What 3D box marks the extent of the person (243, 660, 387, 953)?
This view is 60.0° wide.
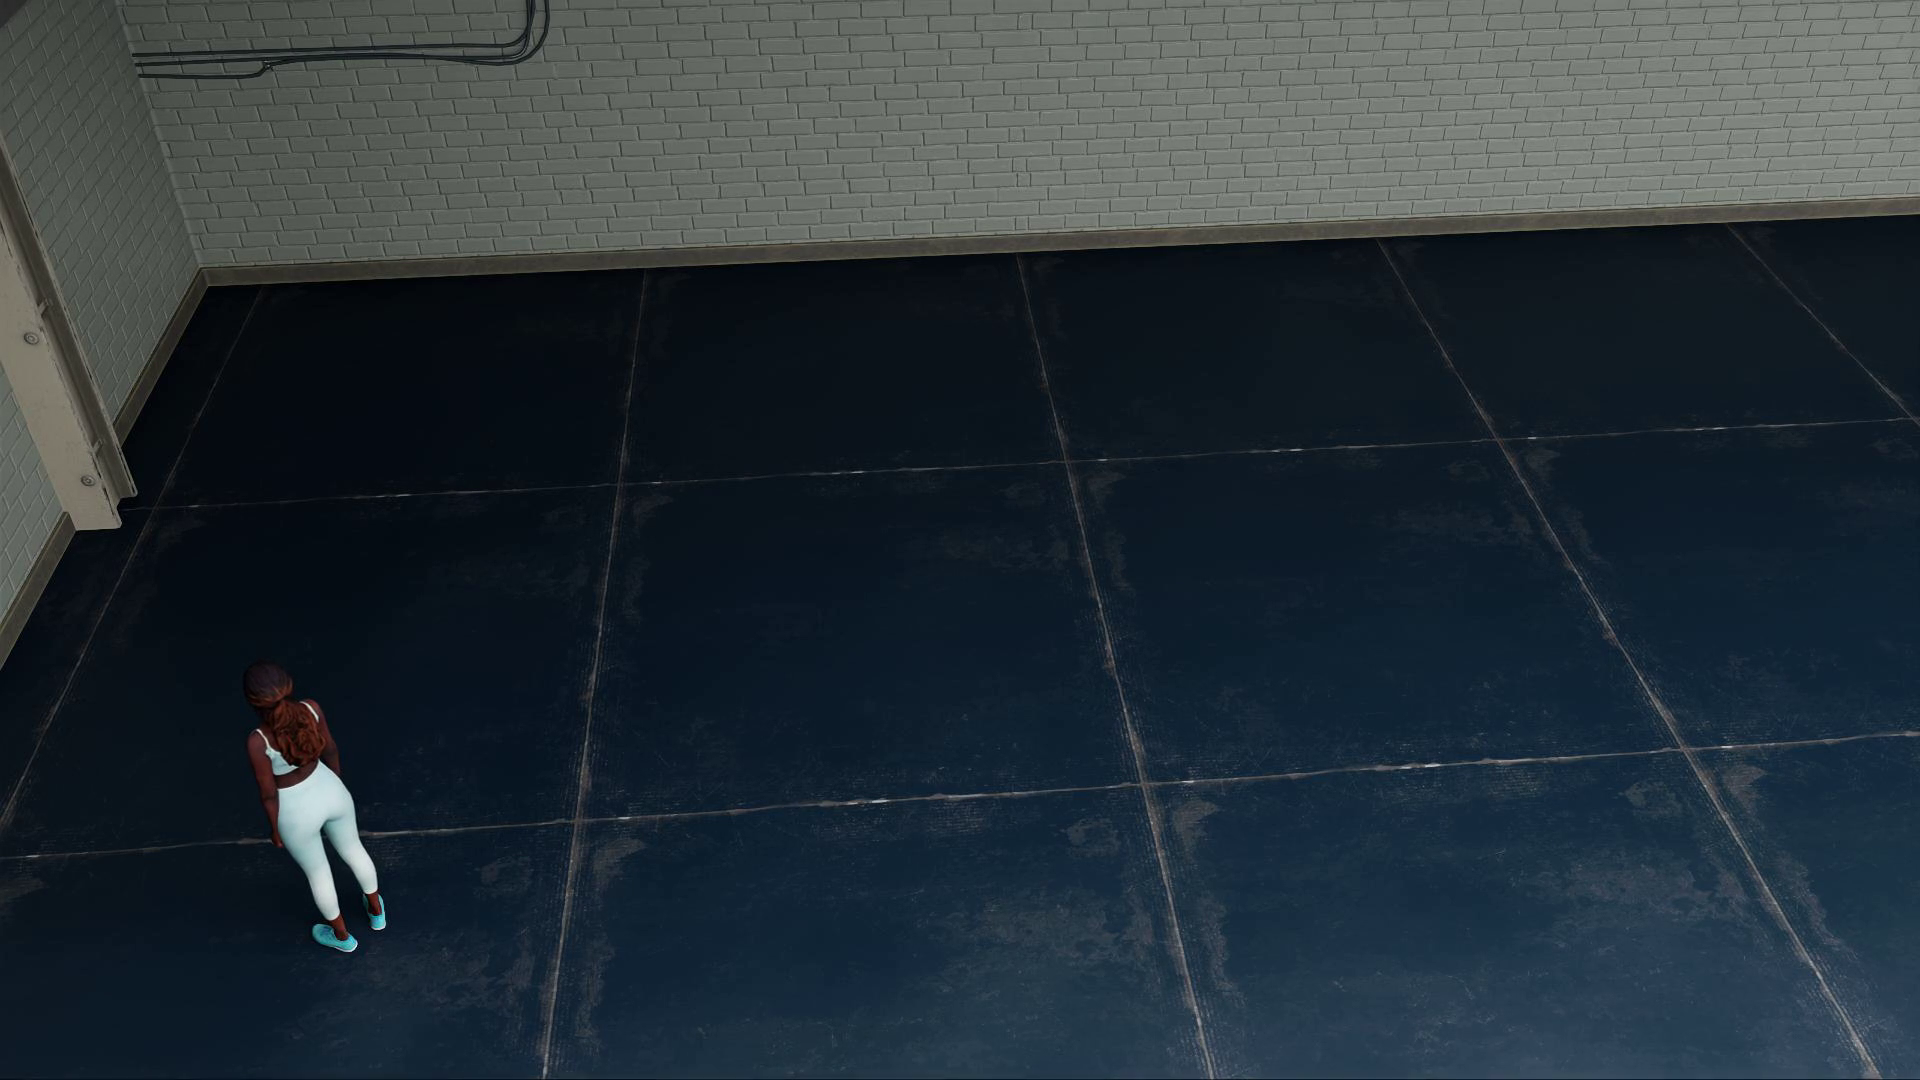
[{"bbox_3d":[-2.973,1.225,7.616,0.716,1.725,0.649,25,44,28],"label":"person"}]
